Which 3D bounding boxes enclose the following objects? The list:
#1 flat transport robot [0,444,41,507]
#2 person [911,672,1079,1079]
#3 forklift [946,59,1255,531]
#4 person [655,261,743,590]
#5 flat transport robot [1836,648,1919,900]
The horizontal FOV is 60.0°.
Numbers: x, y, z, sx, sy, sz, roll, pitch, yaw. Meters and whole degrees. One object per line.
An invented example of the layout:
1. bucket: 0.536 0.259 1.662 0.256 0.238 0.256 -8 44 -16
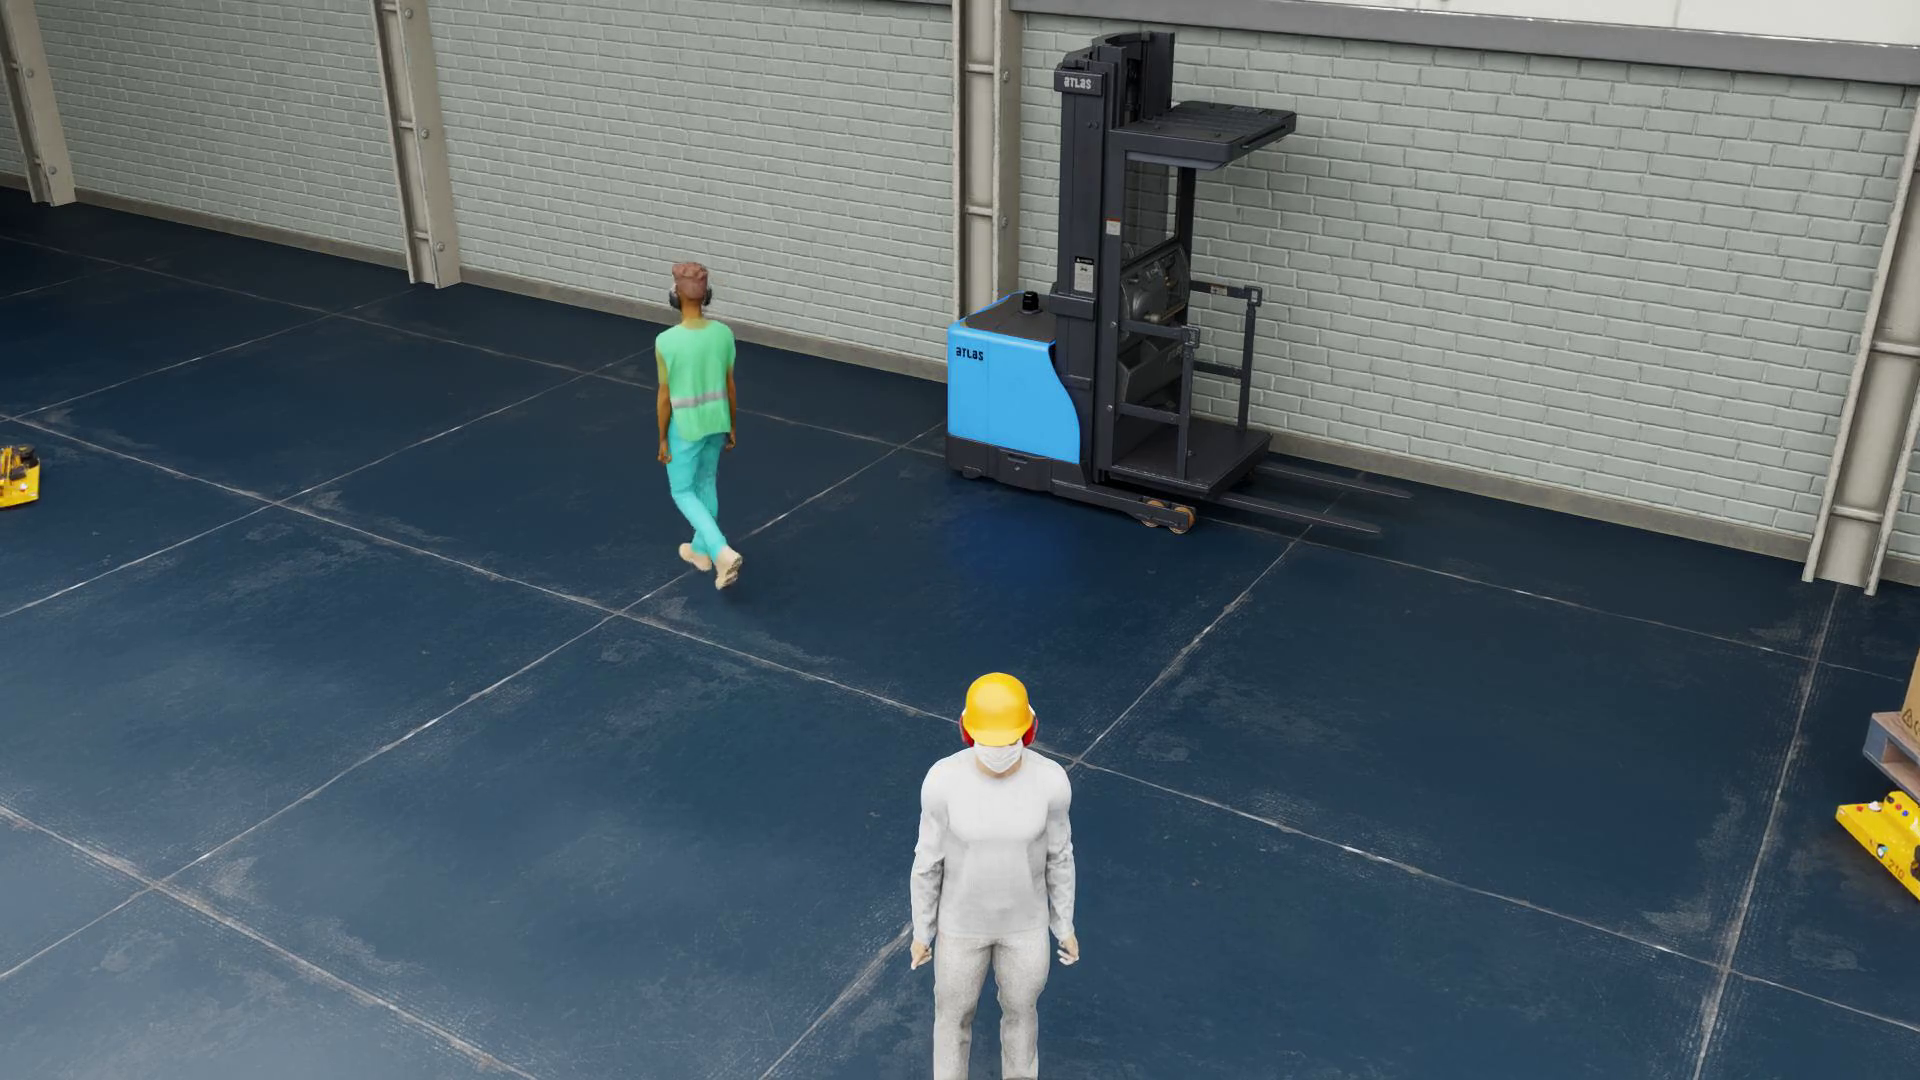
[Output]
1. flat transport robot: -6.872 -0.325 10.946 1.431 0.231 0.659 -12 28 -23
2. person: 0.117 1.284 5.641 0.571 1.897 0.359 -2 25 -4
3. forklift: 0.933 -1.707 10.833 1.873 2.768 1.129 15 29 28
4. person: -1.498 -0.647 9.659 0.496 1.954 0.749 -18 31 -34
5. flat transport robot: 4.801 1.323 7.459 1.431 0.231 0.659 -3 25 -6
